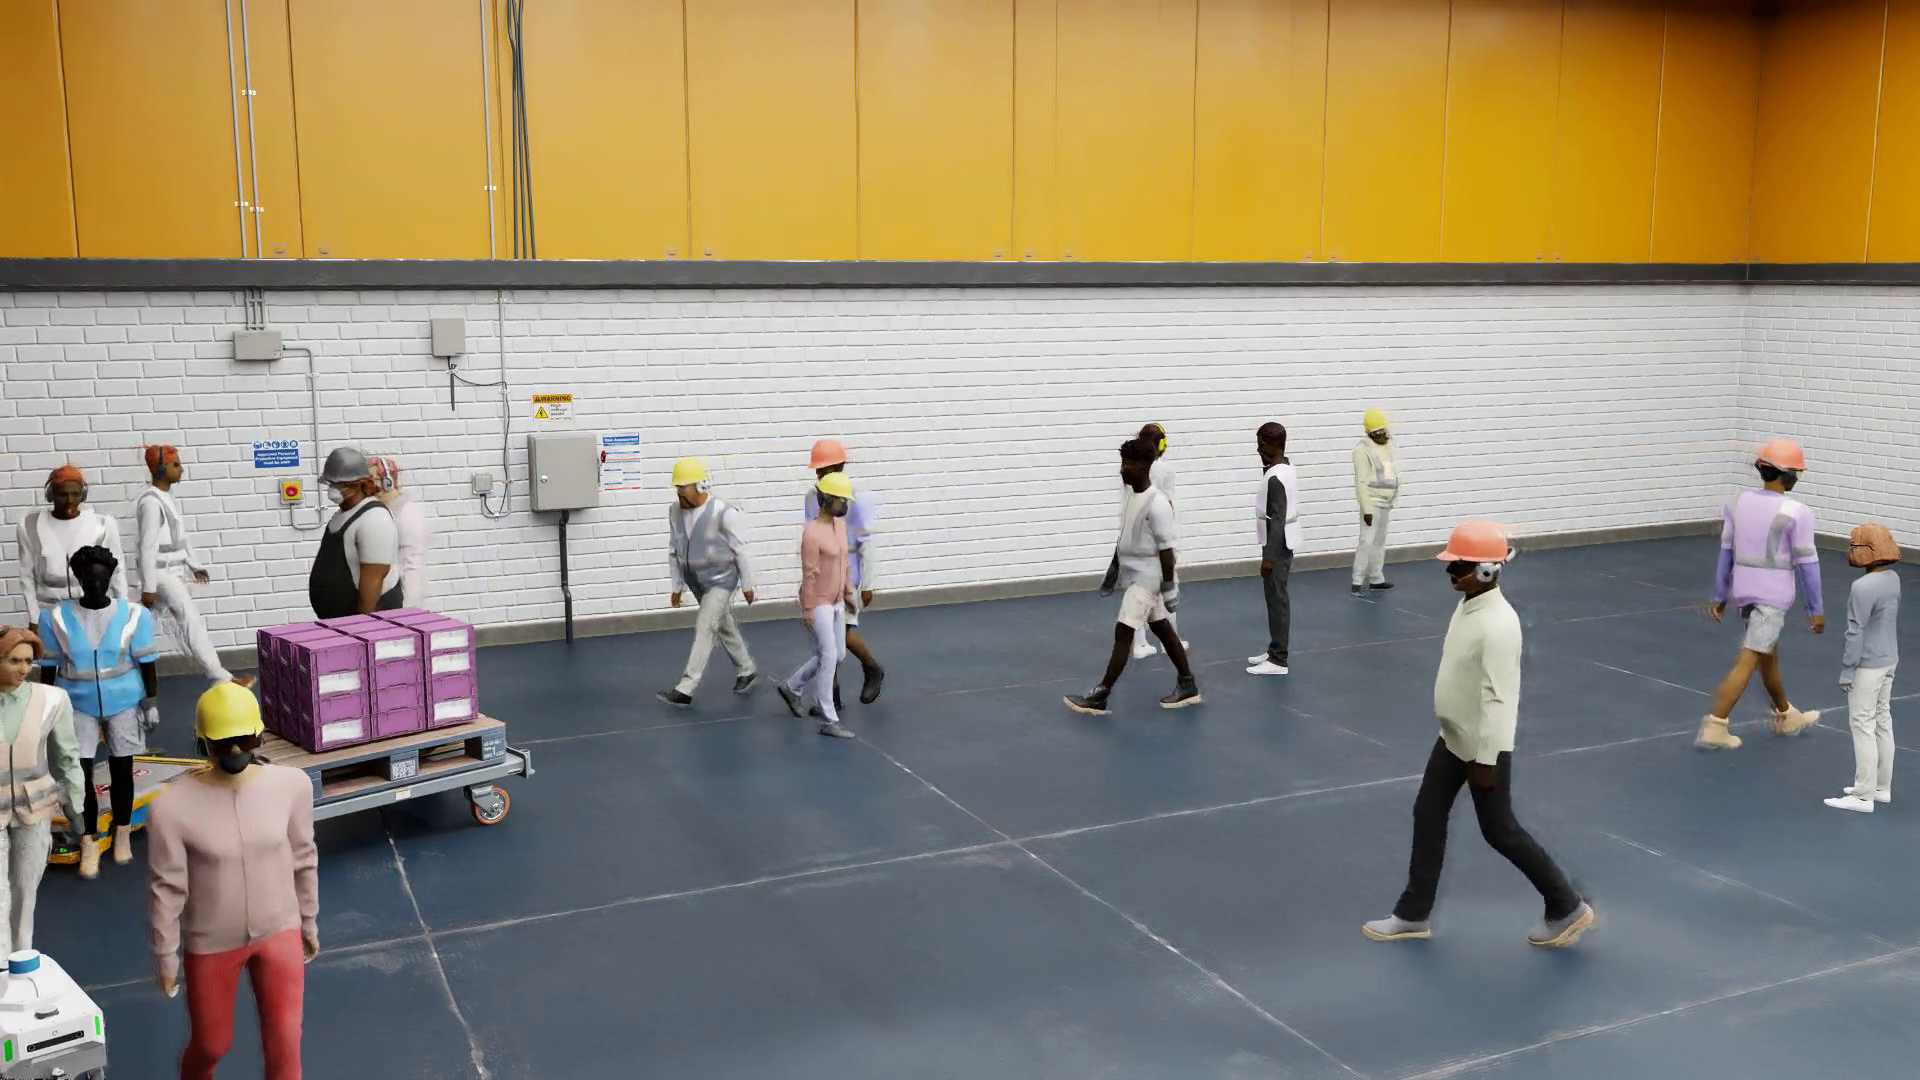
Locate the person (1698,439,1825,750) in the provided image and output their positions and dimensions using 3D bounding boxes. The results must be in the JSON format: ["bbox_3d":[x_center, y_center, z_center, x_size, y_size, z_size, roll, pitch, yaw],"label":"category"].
[{"bbox_3d":[5.157,0.348,10.582,1.071,1.986,0.637,-3,10,-21],"label":"person"}]

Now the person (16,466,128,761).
[{"bbox_3d":[-5.536,0.451,10.414,0.589,1.827,0.958,-4,10,-25],"label":"person"}]

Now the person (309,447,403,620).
[{"bbox_3d":[-3.727,0.394,10.126,1.039,2.000,0.686,-6,11,-35],"label":"person"}]

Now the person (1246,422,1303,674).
[{"bbox_3d":[2.389,0.062,12.582,0.392,1.914,0.589,2,9,14],"label":"person"}]

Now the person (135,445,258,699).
[{"bbox_3d":[-5.594,0.245,11.730,1.012,1.834,0.592,-4,10,-21],"label":"person"}]

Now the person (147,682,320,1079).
[{"bbox_3d":[-2.417,1.288,5.527,0.534,1.744,0.745,-7,12,-37],"label":"person"}]

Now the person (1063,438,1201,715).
[{"bbox_3d":[1.238,0.250,11.428,1.024,1.916,0.605,-2,9,-10],"label":"person"}]

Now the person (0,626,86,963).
[{"bbox_3d":[-3.822,1.154,6.733,0.537,1.597,0.789,-8,12,-40],"label":"person"}]

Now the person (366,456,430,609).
[{"bbox_3d":[-3.593,0.422,10.392,0.671,1.899,0.473,8,12,40],"label":"person"}]

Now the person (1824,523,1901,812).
[{"bbox_3d":[5.137,0.717,9.417,0.496,1.625,0.287,-8,12,-41],"label":"person"}]

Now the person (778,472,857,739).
[{"bbox_3d":[-0.940,0.411,10.964,0.605,1.741,0.540,4,10,22],"label":"person"}]

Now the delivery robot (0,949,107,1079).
[{"bbox_3d":[-3.397,1.741,6.071,0.477,0.478,0.707,-8,12,-42],"label":"delivery robot"}]

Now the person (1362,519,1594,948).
[{"bbox_3d":[2.367,0.875,7.407,0.963,1.962,0.624,0,9,0],"label":"person"}]

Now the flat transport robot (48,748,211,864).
[{"bbox_3d":[-4.675,1.436,9.131,0.652,0.197,1.431,2,9,10],"label":"flat transport robot"}]

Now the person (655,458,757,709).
[{"bbox_3d":[-1.758,0.289,11.706,0.589,1.761,0.968,7,12,39],"label":"person"}]

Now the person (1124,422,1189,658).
[{"bbox_3d":[1.562,-0.004,13.166,0.568,1.851,0.643,8,12,39],"label":"person"}]

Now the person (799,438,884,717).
[{"bbox_3d":[-0.829,0.245,11.413,0.558,1.918,0.505,7,11,37],"label":"person"}]

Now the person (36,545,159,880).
[{"bbox_3d":[-4.306,0.857,8.341,0.556,1.674,0.588,-5,10,-28],"label":"person"}]

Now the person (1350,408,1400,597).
[{"bbox_3d":[3.930,-0.359,15.626,0.407,1.783,0.689,8,12,41],"label":"person"}]
